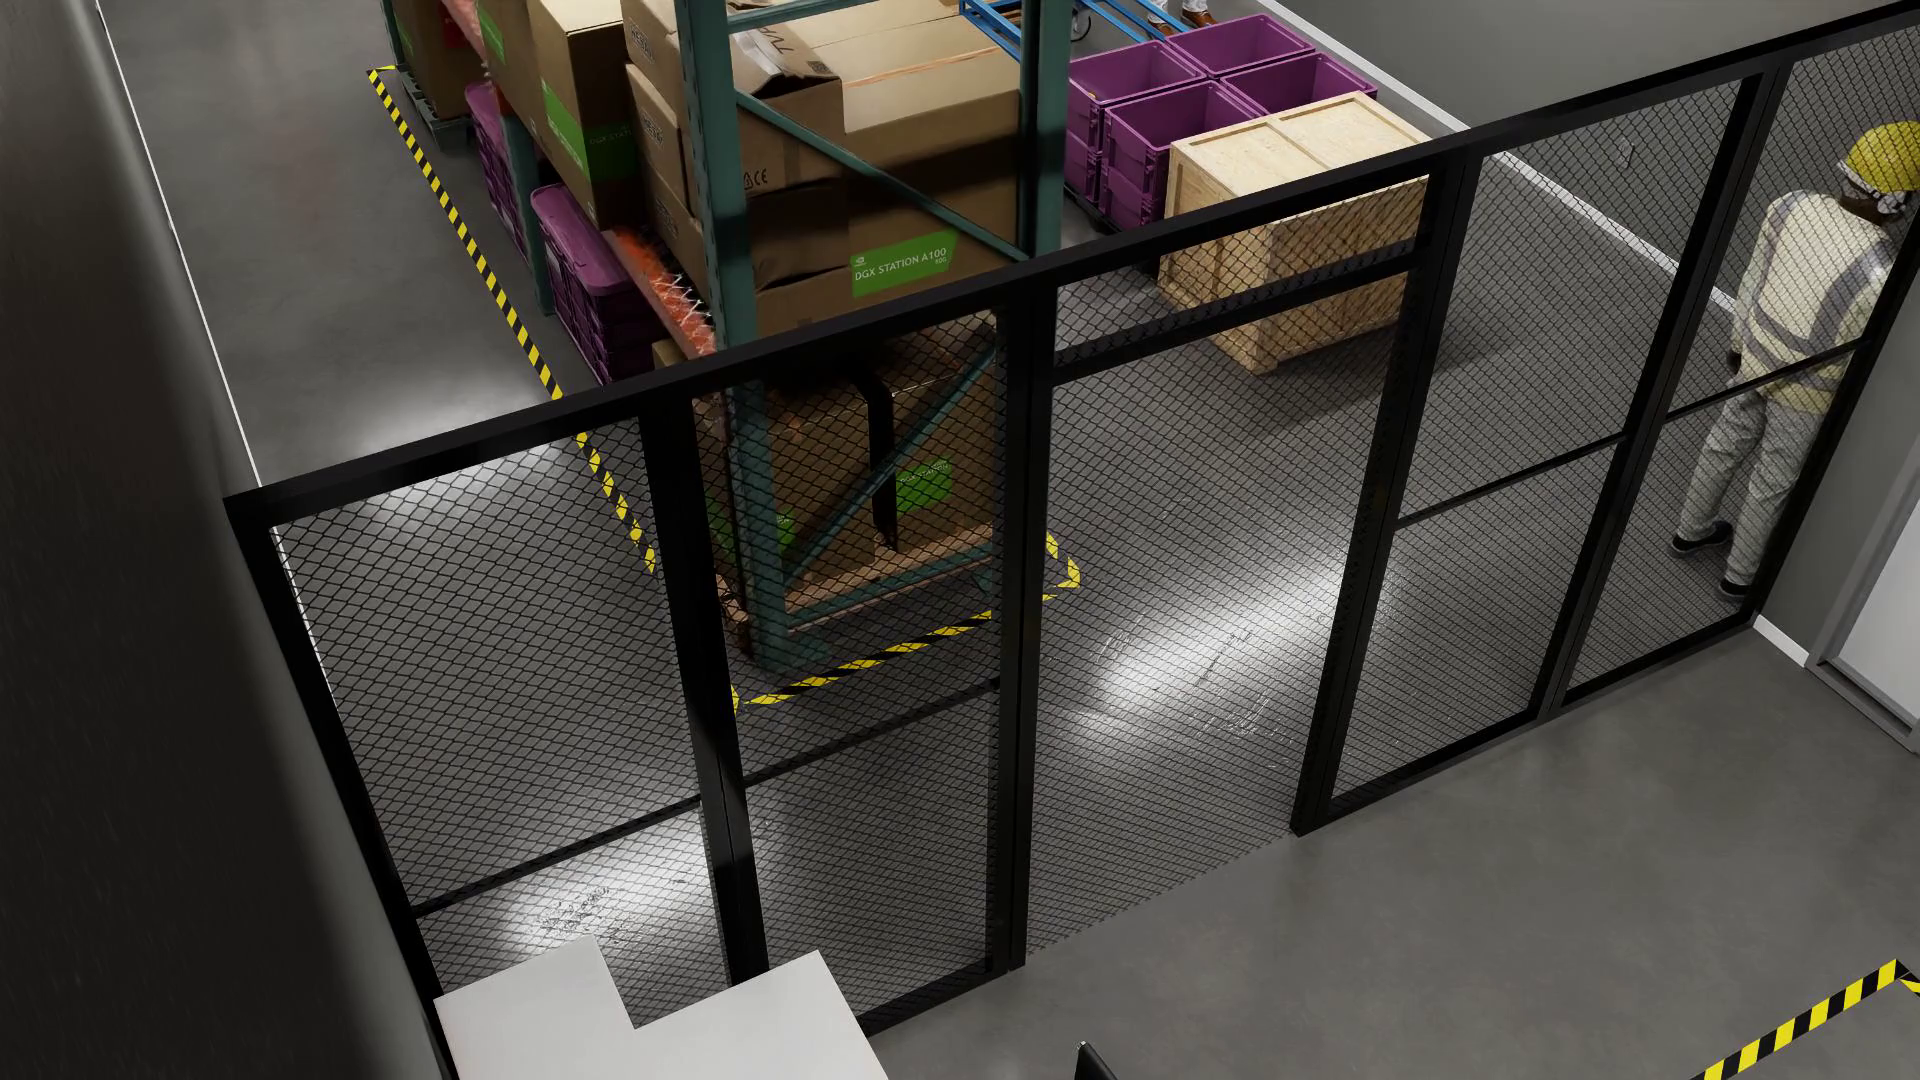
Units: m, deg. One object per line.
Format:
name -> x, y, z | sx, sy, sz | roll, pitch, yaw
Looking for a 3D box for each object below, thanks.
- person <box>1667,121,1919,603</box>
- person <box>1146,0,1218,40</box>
person -> 2.858, -0.580, 5.656 | 0.404, 1.835, 0.590 | -13, 44, -13
person -> 1.281, -3.629, 8.916 | 0.627, 1.940, 0.370 | -21, 47, -22
